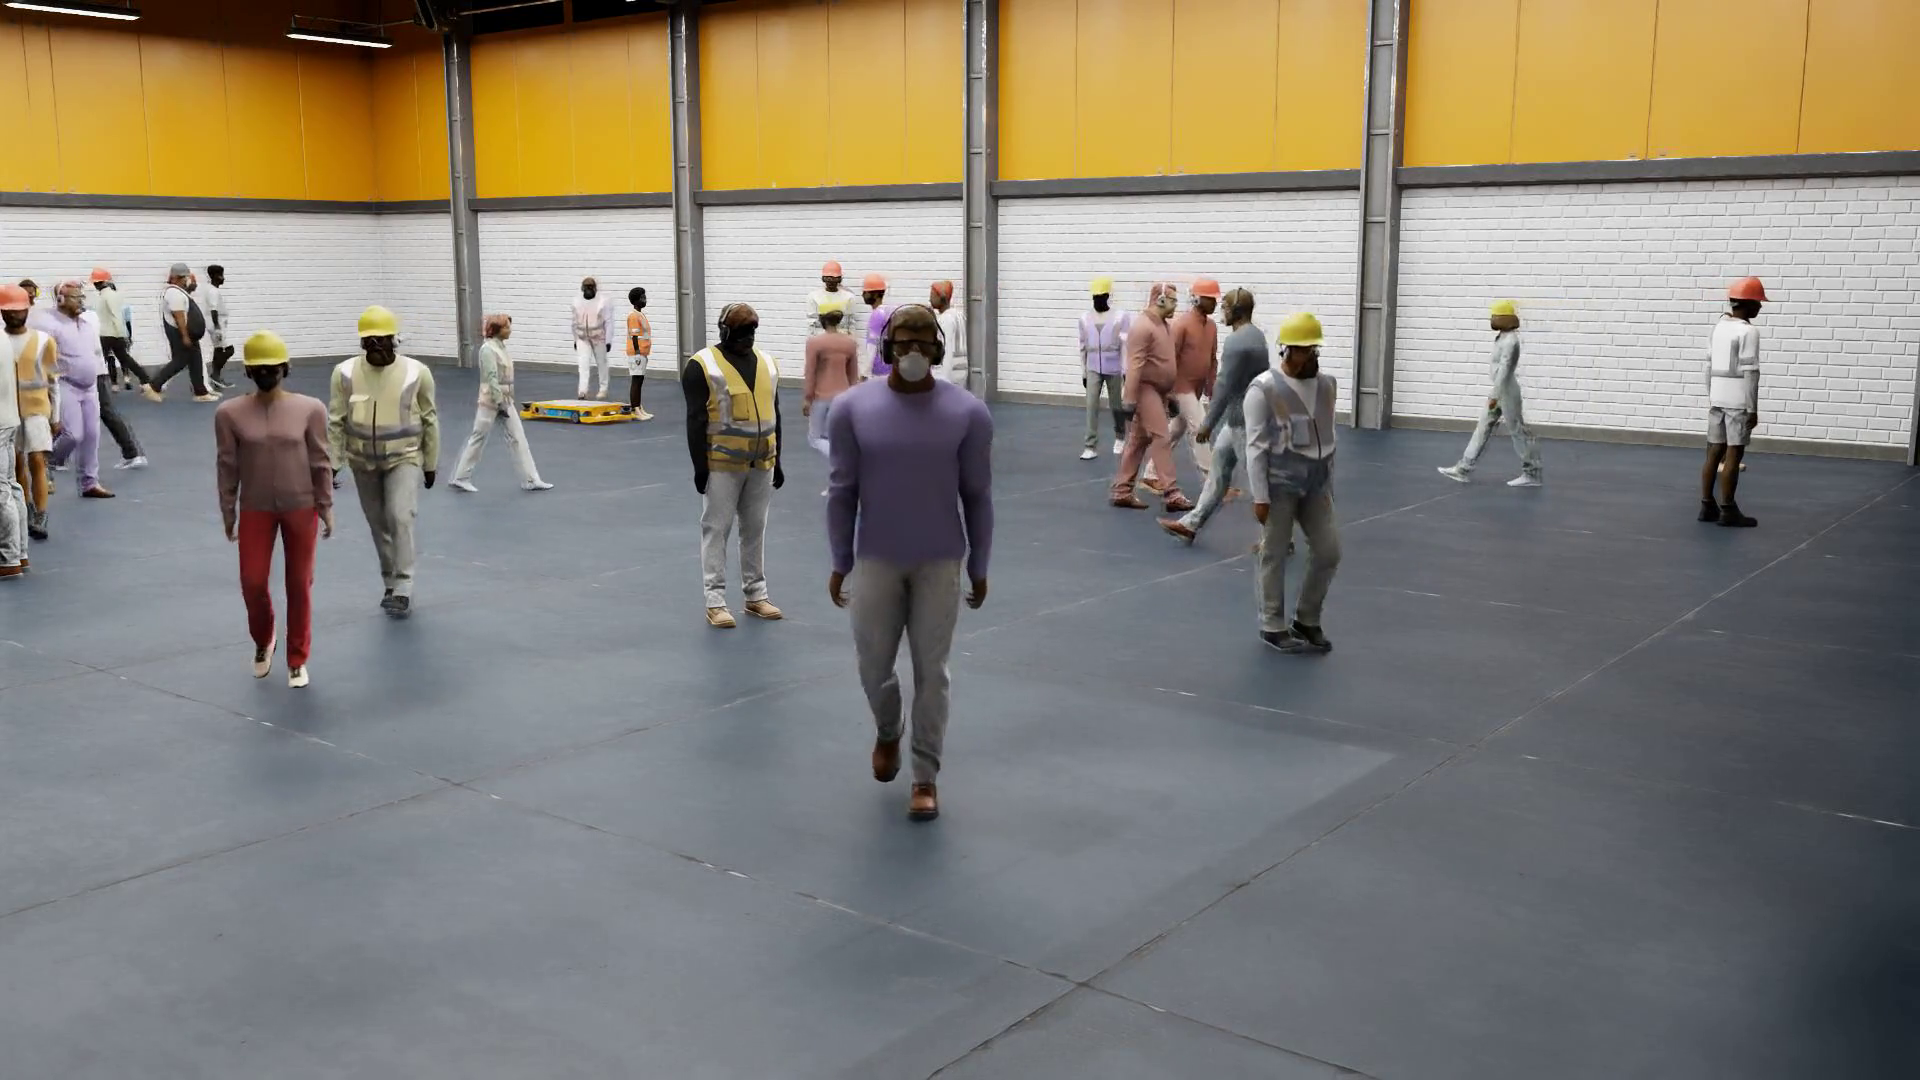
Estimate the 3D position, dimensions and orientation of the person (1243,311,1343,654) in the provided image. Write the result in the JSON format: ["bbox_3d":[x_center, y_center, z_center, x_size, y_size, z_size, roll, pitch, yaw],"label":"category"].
[{"bbox_3d":[1.773,-0.282,8.696,0.615,1.811,0.517,-5,11,-27],"label":"person"}]

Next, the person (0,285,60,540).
[{"bbox_3d":[-7.027,-0.956,12.445,0.546,1.888,1.012,-5,11,-26],"label":"person"}]

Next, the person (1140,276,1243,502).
[{"bbox_3d":[1.976,-1.306,14.367,1.042,1.929,0.642,7,12,36],"label":"person"}]

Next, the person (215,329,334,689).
[{"bbox_3d":[-3.310,-0.141,8.076,0.525,1.755,0.359,-4,10,-21],"label":"person"}]

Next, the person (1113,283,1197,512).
[{"bbox_3d":[1.679,-1.159,13.650,0.915,1.864,0.660,4,11,23],"label":"person"}]

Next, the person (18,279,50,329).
[{"bbox_3d":[-11.516,-2.333,20.656,0.506,1.823,0.957,-3,10,-17],"label":"person"}]

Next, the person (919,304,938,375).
[{"bbox_3d":[-0.369,-1.732,17.846,0.864,1.577,0.486,9,13,43],"label":"person"}]

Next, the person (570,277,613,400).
[{"bbox_3d":[-5.313,-2.895,24.026,0.637,1.778,1.027,0,10,2],"label":"person"}]

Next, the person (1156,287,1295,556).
[{"bbox_3d":[1.913,-0.832,11.734,1.057,1.870,0.635,3,10,19],"label":"person"}]

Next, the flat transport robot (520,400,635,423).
[{"bbox_3d":[-4.870,-1.648,21.142,1.431,0.197,0.652,7,12,35],"label":"flat transport robot"}]

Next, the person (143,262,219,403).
[{"bbox_3d":[-11.136,-2.956,23.616,0.878,2.000,0.684,-3,10,-17],"label":"person"}]

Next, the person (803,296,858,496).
[{"bbox_3d":[-1.062,-1.204,14.234,0.526,1.757,0.536,-8,13,-39],"label":"person"}]

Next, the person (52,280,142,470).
[{"bbox_3d":[-8.565,-1.603,16.263,1.015,1.870,0.607,1,10,6],"label":"person"}]

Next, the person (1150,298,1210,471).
[{"bbox_3d":[2.239,-1.592,16.325,0.907,1.831,0.539,9,13,43],"label":"person"}]

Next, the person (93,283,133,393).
[{"bbox_3d":[-12.902,-3.082,25.363,0.530,1.682,0.367,-8,12,-38],"label":"person"}]

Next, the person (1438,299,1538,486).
[{"bbox_3d":[4.879,-1.333,15.139,0.890,1.688,0.508,1,10,6],"label":"person"}]

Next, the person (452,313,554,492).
[{"bbox_3d":[-4.123,-1.208,14.746,0.870,1.595,0.523,2,10,10],"label":"person"}]

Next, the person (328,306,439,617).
[{"bbox_3d":[-3.395,-0.451,9.717,0.595,1.799,0.787,0,10,-3],"label":"person"}]

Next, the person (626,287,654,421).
[{"bbox_3d":[-4.082,-2.363,21.165,0.318,1.697,0.535,0,10,-2],"label":"person"}]

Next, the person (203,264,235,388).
[{"bbox_3d":[-11.633,-3.344,26.109,0.419,1.954,0.631,-5,11,-27],"label":"person"}]

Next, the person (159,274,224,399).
[{"bbox_3d":[-11.367,-2.981,24.311,0.912,1.857,0.566,-3,10,-18],"label":"person"}]

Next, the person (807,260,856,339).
[{"bbox_3d":[-1.535,-2.350,20.089,0.609,2.040,0.395,-3,10,-19],"label":"person"}]

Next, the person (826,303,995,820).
[{"bbox_3d":[-0.182,0.078,6.266,0.639,1.928,0.498,0,10,1],"label":"person"}]

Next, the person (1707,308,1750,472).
[{"bbox_3d":[7.487,-1.567,16.138,0.501,1.839,0.341,-7,12,-37],"label":"person"}]

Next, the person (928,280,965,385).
[{"bbox_3d":[-0.087,-1.565,16.011,0.500,1.867,0.590,0,10,2],"label":"person"}]

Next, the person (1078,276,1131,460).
[{"bbox_3d":[1.524,-1.804,17.359,0.607,1.892,0.931,4,11,22],"label":"person"}]

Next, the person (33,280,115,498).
[{"bbox_3d":[-7.672,-1.280,14.298,0.537,1.888,0.659,2,10,12],"label":"person"}]

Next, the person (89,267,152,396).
[{"bbox_3d":[-12.439,-3.052,24.512,1.038,1.937,0.628,-6,11,-30],"label":"person"}]

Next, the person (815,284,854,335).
[{"bbox_3d":[-1.910,-3.158,25.178,0.646,1.907,0.401,-4,10,-21],"label":"person"}]

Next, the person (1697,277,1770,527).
[{"bbox_3d":[6.045,-1.073,12.951,0.373,1.934,0.551,-2,10,-9],"label":"person"}]

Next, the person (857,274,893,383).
[{"bbox_3d":[-0.948,-1.768,17.106,0.890,1.899,0.571,1,10,4],"label":"person"}]

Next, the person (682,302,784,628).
[{"bbox_3d":[-1.262,-0.432,9.513,0.624,1.840,0.429,-9,13,-41],"label":"person"}]

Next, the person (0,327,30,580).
[{"bbox_3d":[-6.291,-0.700,10.772,0.355,1.938,0.637,-3,10,-17],"label":"person"}]
